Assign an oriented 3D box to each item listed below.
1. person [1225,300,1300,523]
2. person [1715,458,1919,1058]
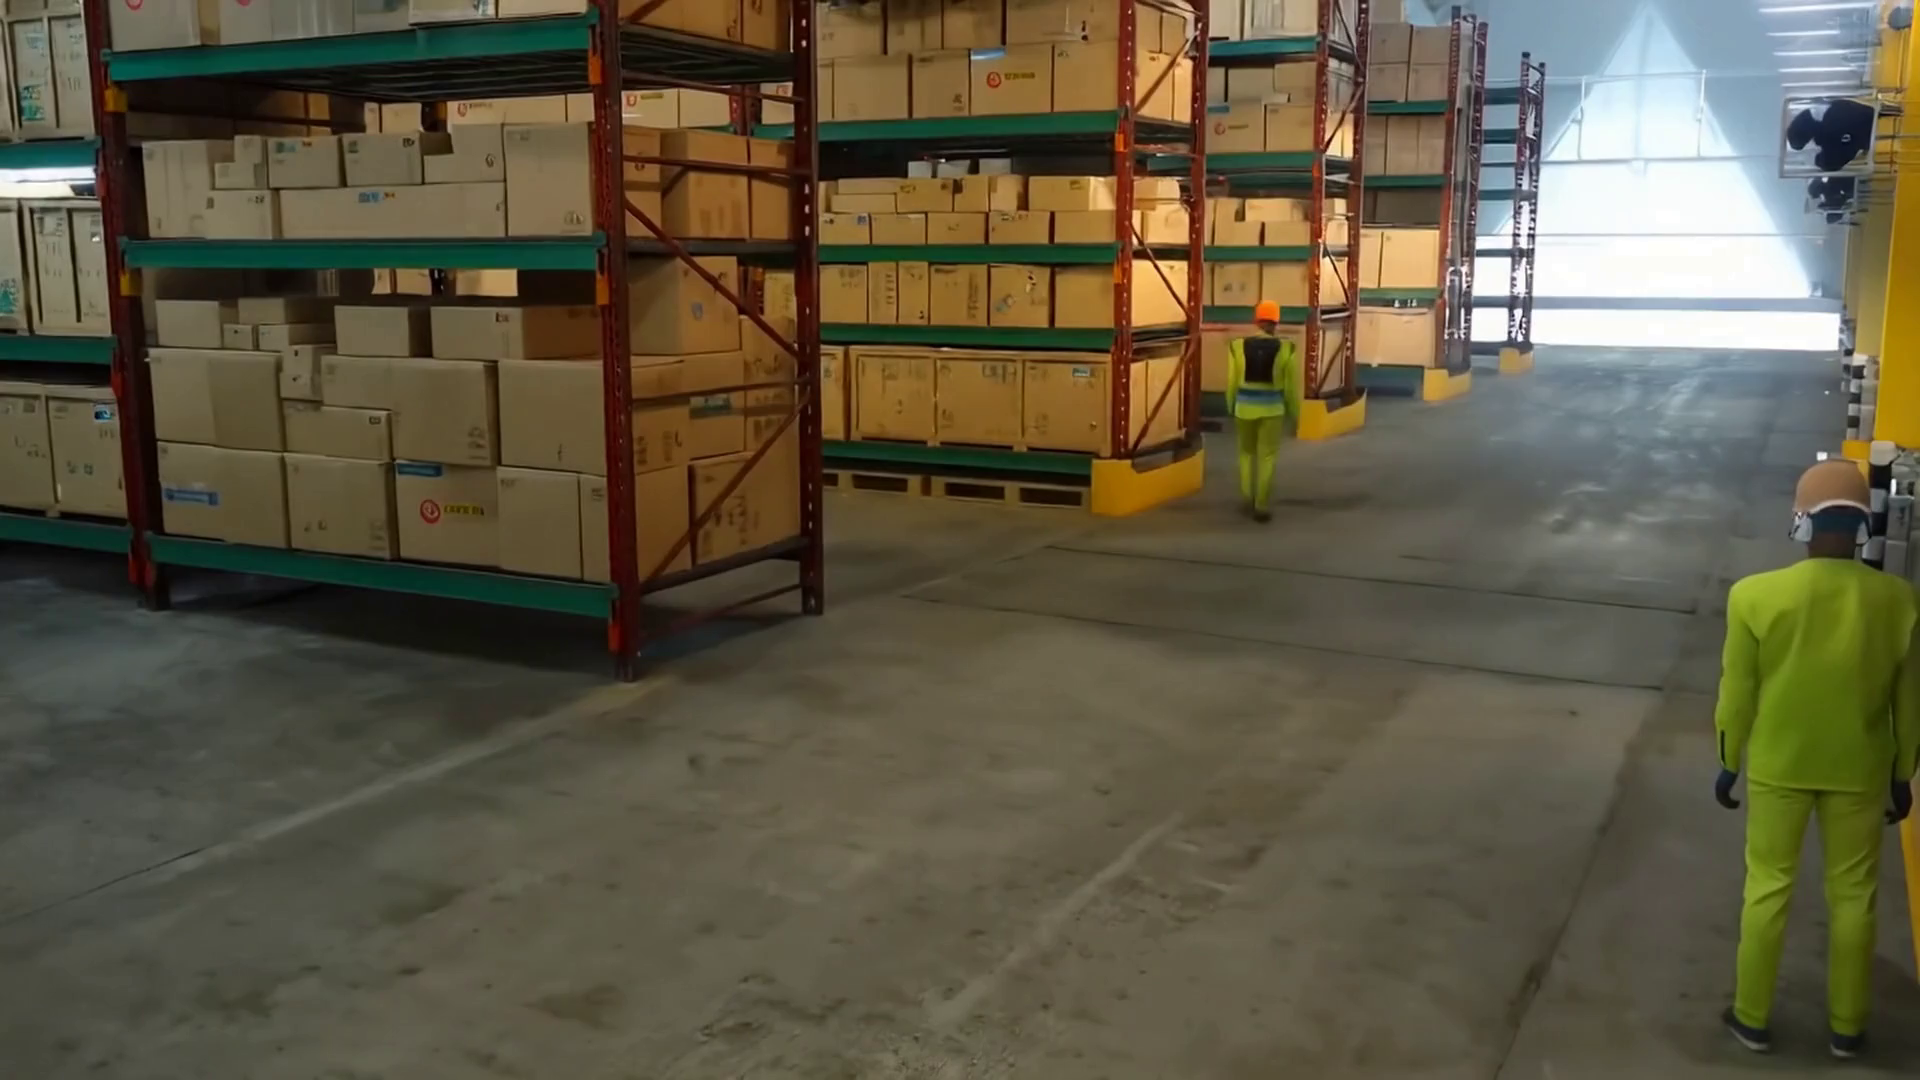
[{"bbox_3d":[2.647,-1.123,14.505,0.642,1.923,0.584,4,10,21],"label":"person"},{"bbox_3d":[2.488,0.635,4.836,0.560,1.750,0.328,3,10,15],"label":"person"}]
